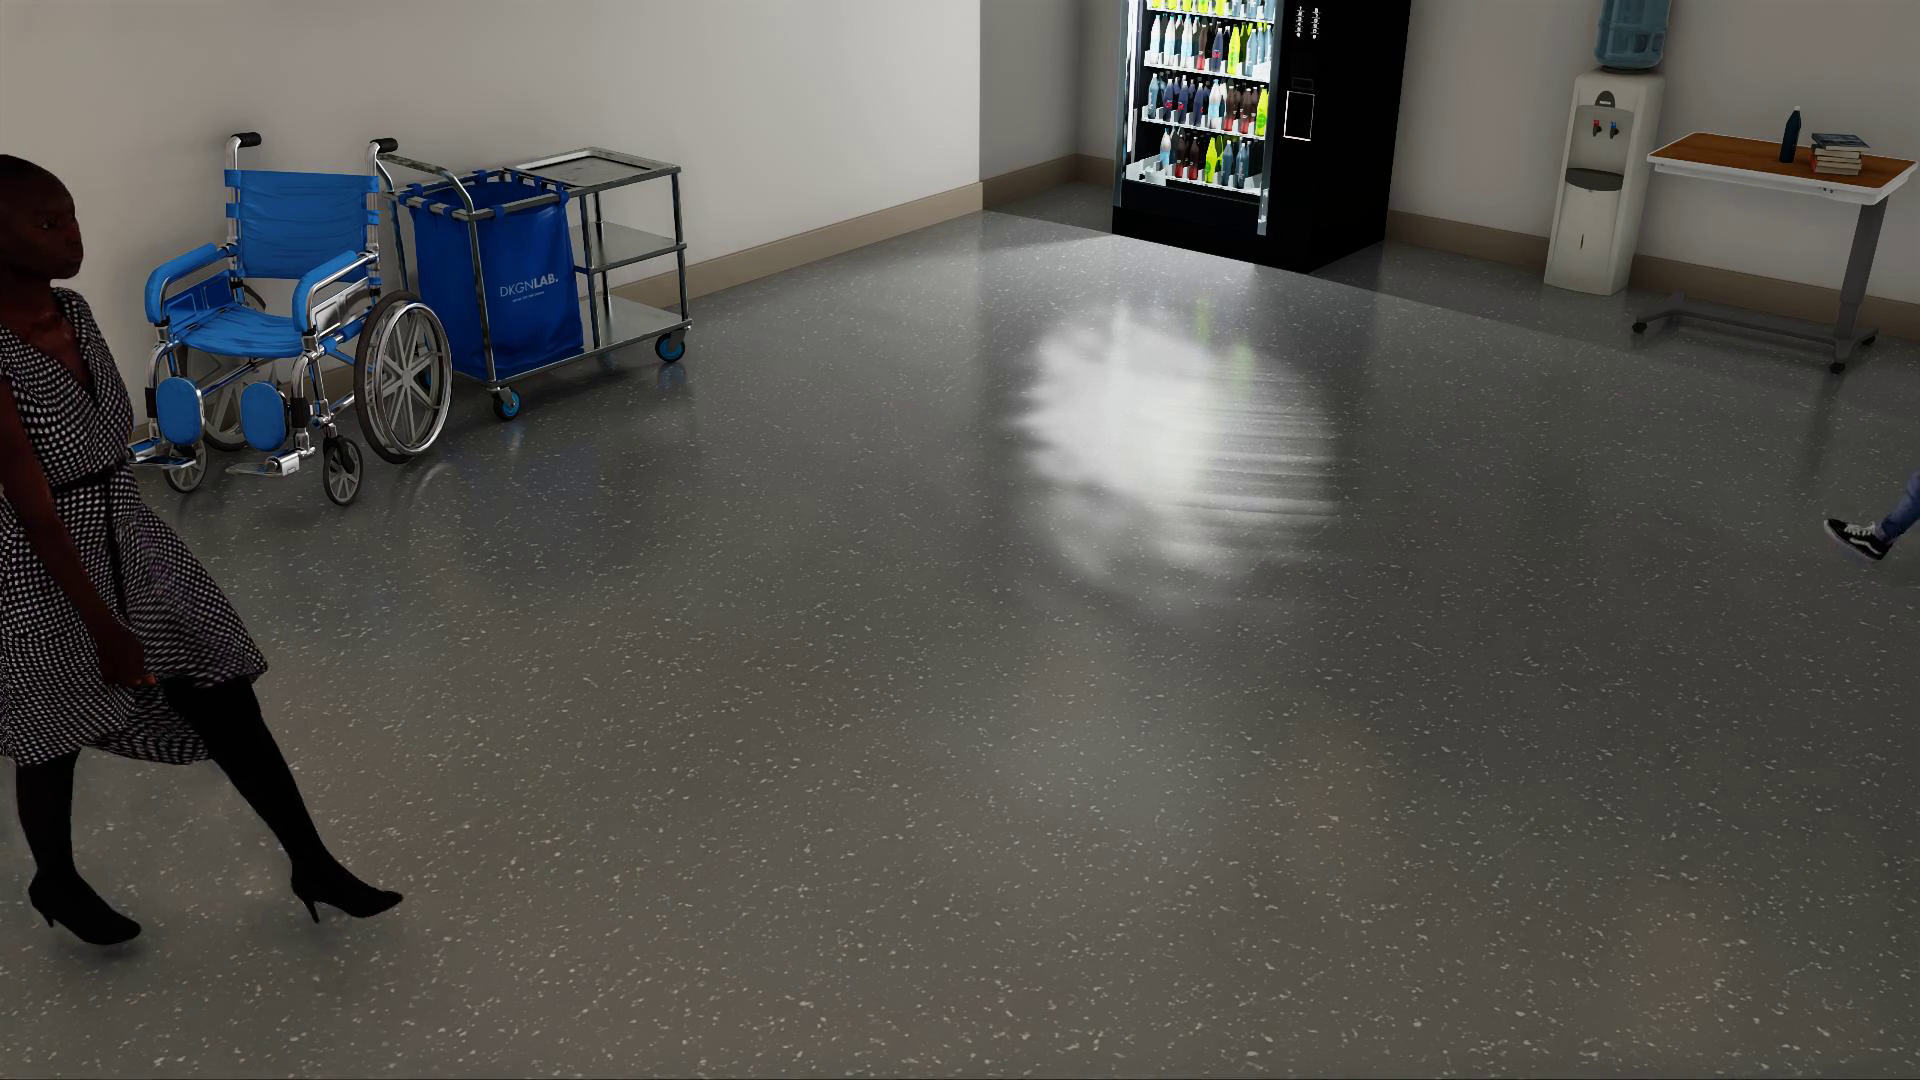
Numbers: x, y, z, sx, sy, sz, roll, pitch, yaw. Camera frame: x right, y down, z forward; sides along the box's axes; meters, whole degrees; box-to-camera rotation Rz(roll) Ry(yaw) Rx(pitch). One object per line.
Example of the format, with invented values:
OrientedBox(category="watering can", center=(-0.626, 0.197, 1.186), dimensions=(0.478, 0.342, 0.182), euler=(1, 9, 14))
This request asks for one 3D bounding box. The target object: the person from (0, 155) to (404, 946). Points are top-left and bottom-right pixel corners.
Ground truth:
OrientedBox(category="person", center=(-1.856, 0.130, 3.368), dimensions=(1.135, 1.755, 0.973), euler=(3, 26, 7))
